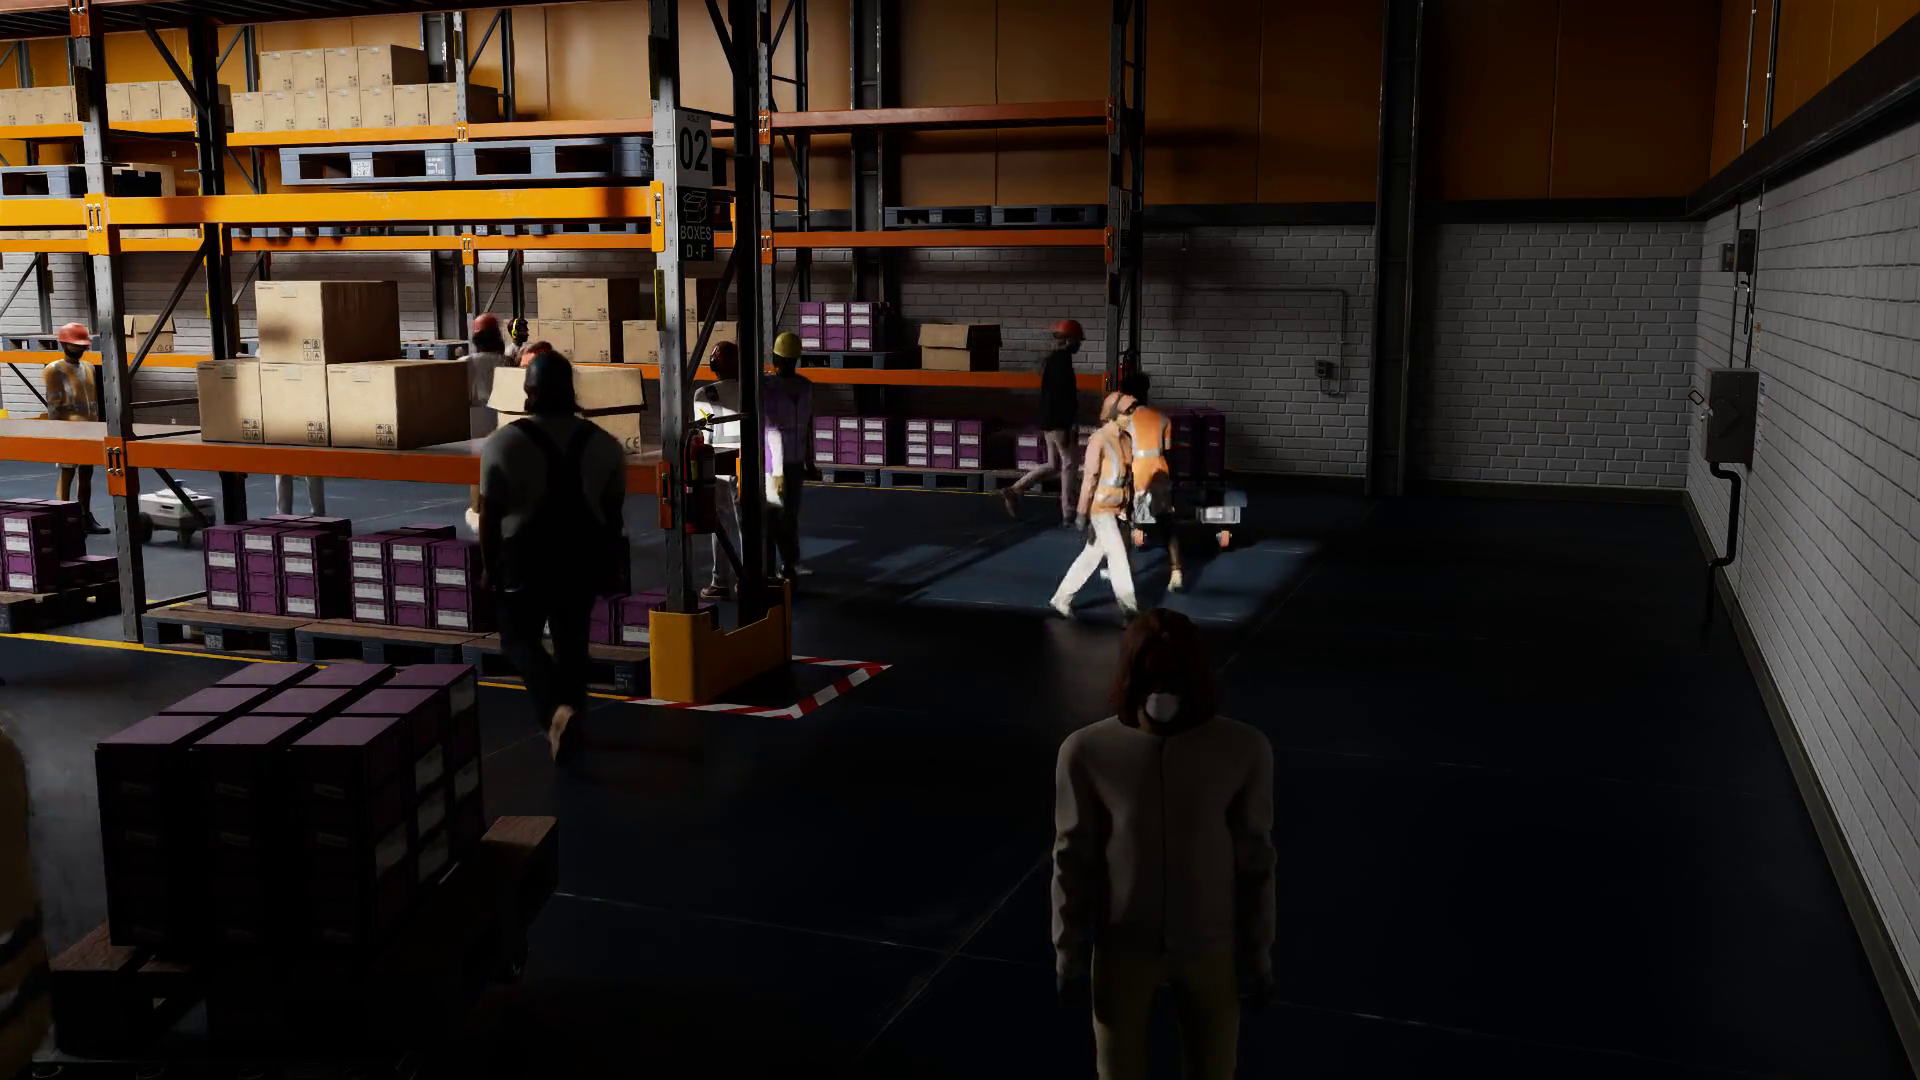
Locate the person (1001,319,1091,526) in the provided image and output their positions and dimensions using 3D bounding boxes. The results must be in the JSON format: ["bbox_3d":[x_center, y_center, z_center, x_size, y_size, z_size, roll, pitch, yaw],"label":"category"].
[{"bbox_3d":[0.836,-1.097,15.613,0.774,1.962,0.656,-1,9,-8],"label":"person"}]

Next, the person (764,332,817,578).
[{"bbox_3d":[-1.347,-0.649,12.921,0.392,1.918,0.589,8,12,43],"label":"person"}]

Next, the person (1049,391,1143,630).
[{"bbox_3d":[0.943,-0.206,11.135,0.847,1.595,0.532,5,10,28],"label":"person"}]

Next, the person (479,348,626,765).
[{"bbox_3d":[-1.948,0.073,8.000,0.693,2.000,0.738,-6,11,-35],"label":"person"}]

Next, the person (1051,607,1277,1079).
[{"bbox_3d":[0.462,0.950,3.801,0.508,1.623,0.293,0,9,3],"label":"person"}]

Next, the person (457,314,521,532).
[{"bbox_3d":[-4.229,-1.007,14.895,0.639,1.997,1.023,-4,10,-25],"label":"person"}]

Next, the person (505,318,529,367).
[{"bbox_3d":[-5.032,-1.604,19.067,0.328,1.872,0.511,-1,9,-4],"label":"person"}]

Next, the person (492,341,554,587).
[{"bbox_3d":[-2.998,-0.430,11.573,0.822,1.919,0.551,4,10,23],"label":"person"}]

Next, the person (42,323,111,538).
[{"bbox_3d":[-7.919,-0.981,14.946,0.373,1.933,0.550,2,9,15],"label":"person"}]

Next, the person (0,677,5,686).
[{"bbox_3d":[-5.917,-0.041,9.464,0.772,1.809,0.600,3,9,16],"label":"person"}]

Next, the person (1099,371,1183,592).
[{"bbox_3d":[1.389,-0.443,12.476,0.562,1.642,0.905,-4,10,-26],"label":"person"}]

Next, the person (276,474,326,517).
[{"bbox_3d":[-6.154,-0.998,15.390,0.628,1.836,0.430,-5,10,-28],"label":"person"}]

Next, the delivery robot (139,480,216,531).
[{"bbox_3d":[-6.882,-0.288,14.621,0.707,0.478,0.477,6,11,33],"label":"delivery robot"}]

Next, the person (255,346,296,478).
[{"bbox_3d":[-7.874,-1.676,19.307,0.626,1.960,0.651,8,12,42],"label":"person"}]

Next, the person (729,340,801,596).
[{"bbox_3d":[-1.469,-0.522,12.244,0.408,1.882,0.739,-8,12,-40],"label":"person"}]

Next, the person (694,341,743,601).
[{"bbox_3d":[-1.683,-0.499,12.084,0.584,1.882,0.345,-8,12,-40],"label":"person"}]

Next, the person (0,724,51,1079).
[{"bbox_3d":[-1.859,0.971,3.108,0.804,1.815,0.643,-2,9,-11],"label":"person"}]
